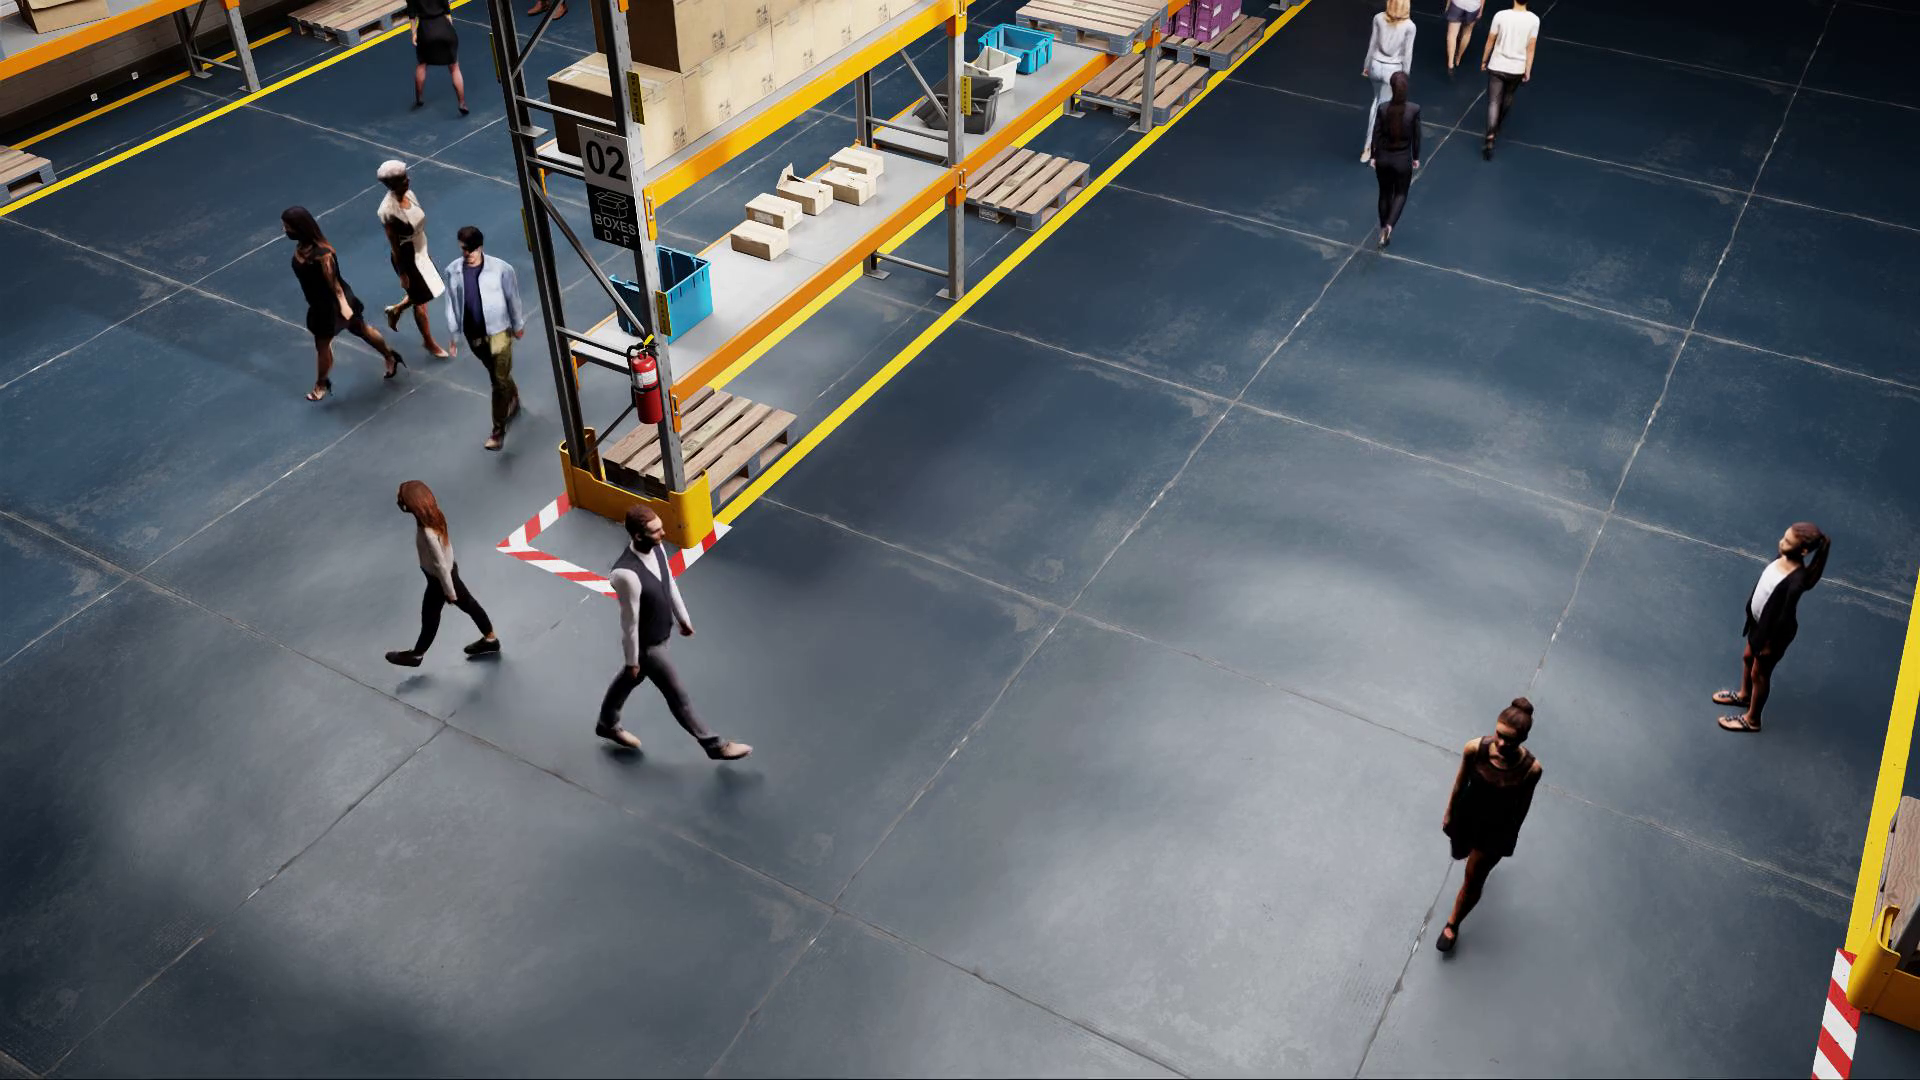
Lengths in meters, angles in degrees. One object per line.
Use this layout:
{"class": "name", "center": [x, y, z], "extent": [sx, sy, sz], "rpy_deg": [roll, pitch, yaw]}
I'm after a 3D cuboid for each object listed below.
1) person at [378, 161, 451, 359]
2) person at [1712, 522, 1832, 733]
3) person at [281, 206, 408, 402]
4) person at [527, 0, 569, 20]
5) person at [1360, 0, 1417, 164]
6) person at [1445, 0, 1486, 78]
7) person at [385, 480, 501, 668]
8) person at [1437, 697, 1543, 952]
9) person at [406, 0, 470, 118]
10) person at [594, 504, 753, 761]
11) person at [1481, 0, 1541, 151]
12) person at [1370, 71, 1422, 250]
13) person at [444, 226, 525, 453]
{"class": "person", "center": [-4.588, -2.295, 13.677], "extent": [0.869, 1.736, 0.896], "rpy_deg": [9, 40, 11]}
{"class": "person", "center": [5.034, 0.521, 10.298], "extent": [0.662, 1.552, 0.566], "rpy_deg": [5, 39, 6]}
{"class": "person", "center": [-4.898, -1.892, 13.228], "extent": [1.150, 1.667, 0.989], "rpy_deg": [-18, 42, -21]}
{"class": "person", "center": [-4.960, -7.154, 19.626], "extent": [0.716, 1.904, 0.636], "rpy_deg": [15, 41, 18]}
{"class": "person", "center": [4.183, -4.595, 16.517], "extent": [0.660, 1.785, 0.670], "rpy_deg": [27, 46, 30]}
{"class": "person", "center": [5.572, -5.878, 18.322], "extent": [0.765, 1.538, 1.036], "rpy_deg": [7, 39, 8]}
{"class": "person", "center": [-3.276, 0.217, 10.762], "extent": [1.013, 1.448, 0.953], "rpy_deg": [-10, 40, -12]}
{"class": "person", "center": [2.885, 1.472, 9.027], "extent": [0.612, 1.653, 0.989], "rpy_deg": [23, 44, 26]}
{"class": "person", "center": [-5.528, -5.281, 17.461], "extent": [0.861, 1.680, 0.897], "rpy_deg": [-6, 39, -7]}
{"class": "person", "center": [-1.962, 0.569, 9.970], "extent": [1.052, 1.886, 1.298], "rpy_deg": [6, 39, 8]}
{"class": "person", "center": [5.516, -4.752, 16.797], "extent": [0.878, 1.682, 1.189], "rpy_deg": [7, 39, 9]}
{"class": "person", "center": [3.908, -3.372, 15.064], "extent": [0.673, 1.688, 0.805], "rpy_deg": [16, 41, 19]}
{"class": "person", "center": [-3.617, -1.646, 12.843], "extent": [0.986, 1.762, 1.265], "rpy_deg": [6, 39, 7]}
